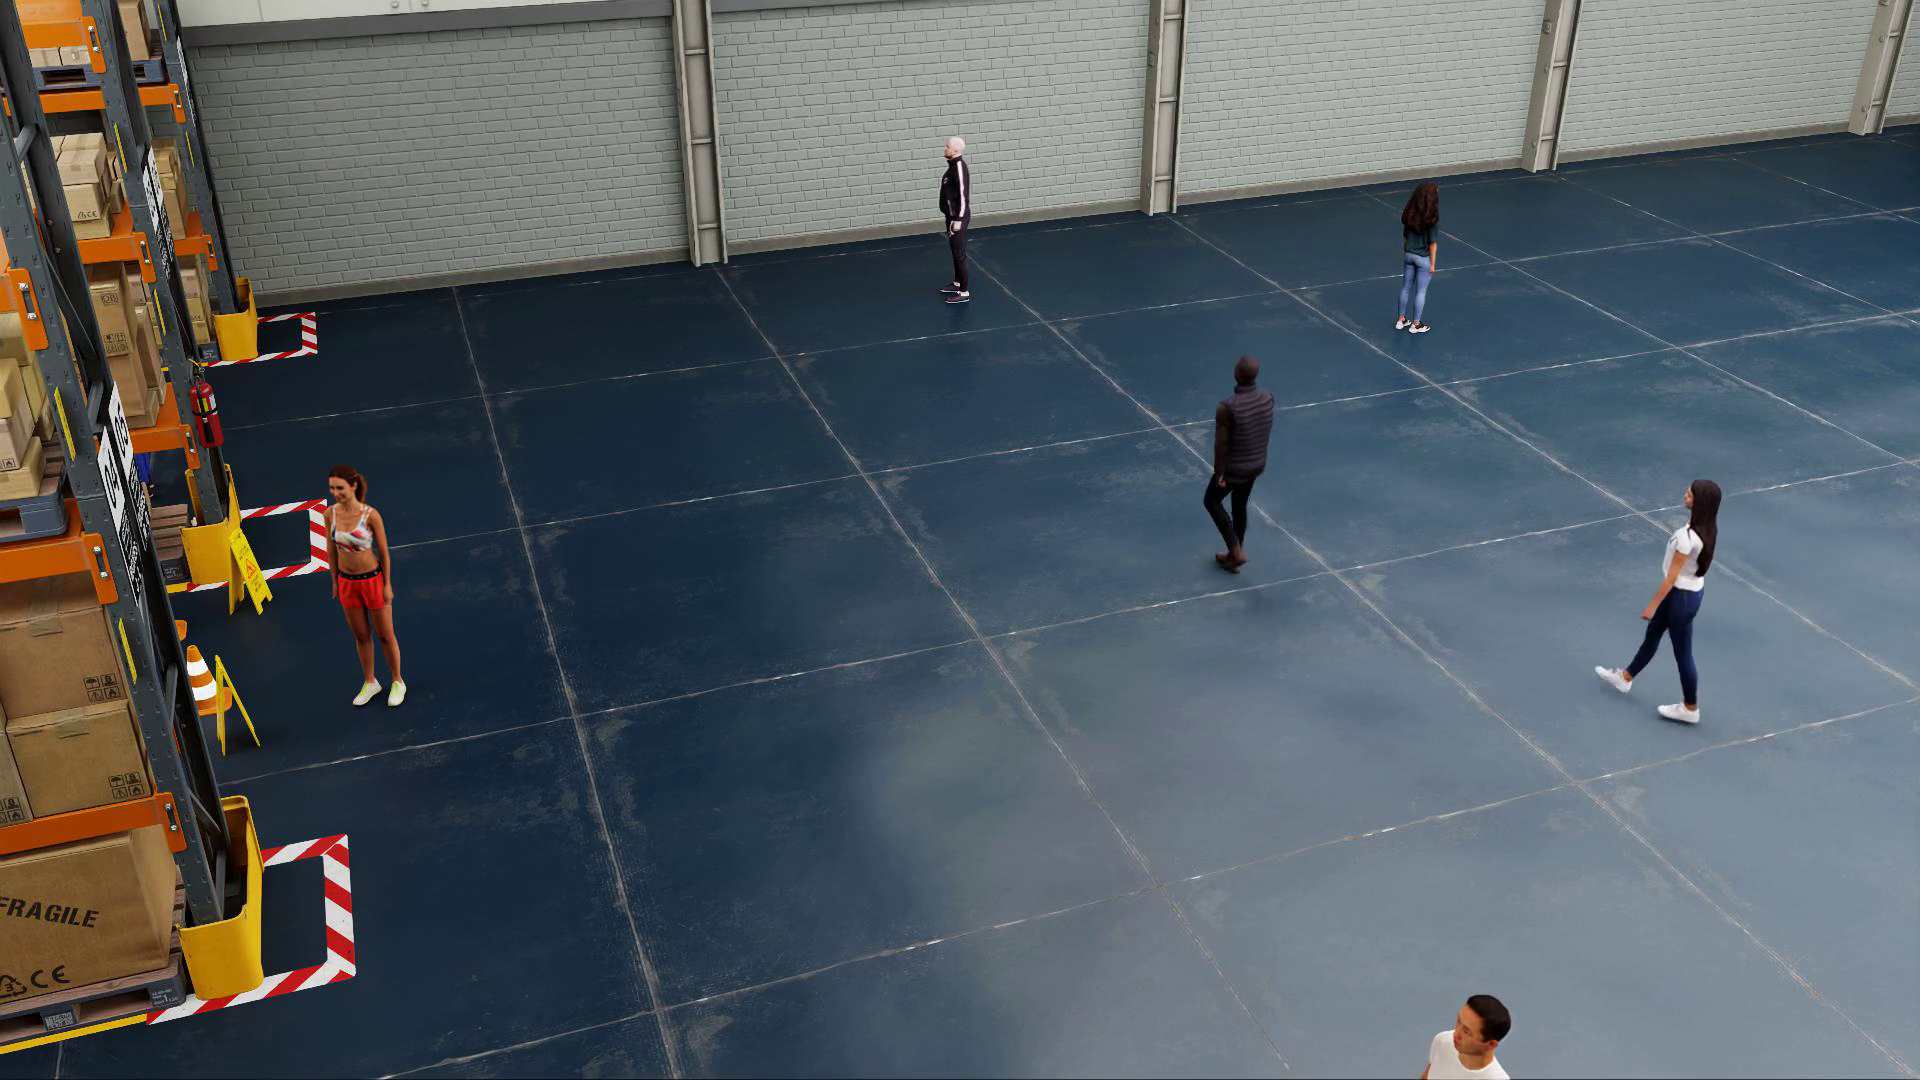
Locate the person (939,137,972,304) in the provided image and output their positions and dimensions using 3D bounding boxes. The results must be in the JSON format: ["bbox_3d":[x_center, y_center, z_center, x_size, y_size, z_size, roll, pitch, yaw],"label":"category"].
[{"bbox_3d":[-0.026,-3.577,18.522,0.651,1.837,0.717,-3,28,-6],"label":"person"}]

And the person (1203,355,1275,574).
[{"bbox_3d":[2.196,-0.539,12.830,0.702,1.825,0.795,-13,31,-23],"label":"person"}]

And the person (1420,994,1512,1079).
[{"bbox_3d":[2.068,2.604,6.951,0.516,1.804,0.639,-10,30,-19],"label":"person"}]

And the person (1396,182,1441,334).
[{"bbox_3d":[4.881,-3.014,17.699,0.695,1.617,0.679,-21,34,-34],"label":"person"}]

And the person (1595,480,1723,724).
[{"bbox_3d":[4.901,0.442,11.070,1.024,1.748,1.029,18,33,30],"label":"person"}]

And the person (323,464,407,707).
[{"bbox_3d":[-4.044,0.301,11.288,0.621,1.792,0.716,2,28,4],"label":"person"}]
